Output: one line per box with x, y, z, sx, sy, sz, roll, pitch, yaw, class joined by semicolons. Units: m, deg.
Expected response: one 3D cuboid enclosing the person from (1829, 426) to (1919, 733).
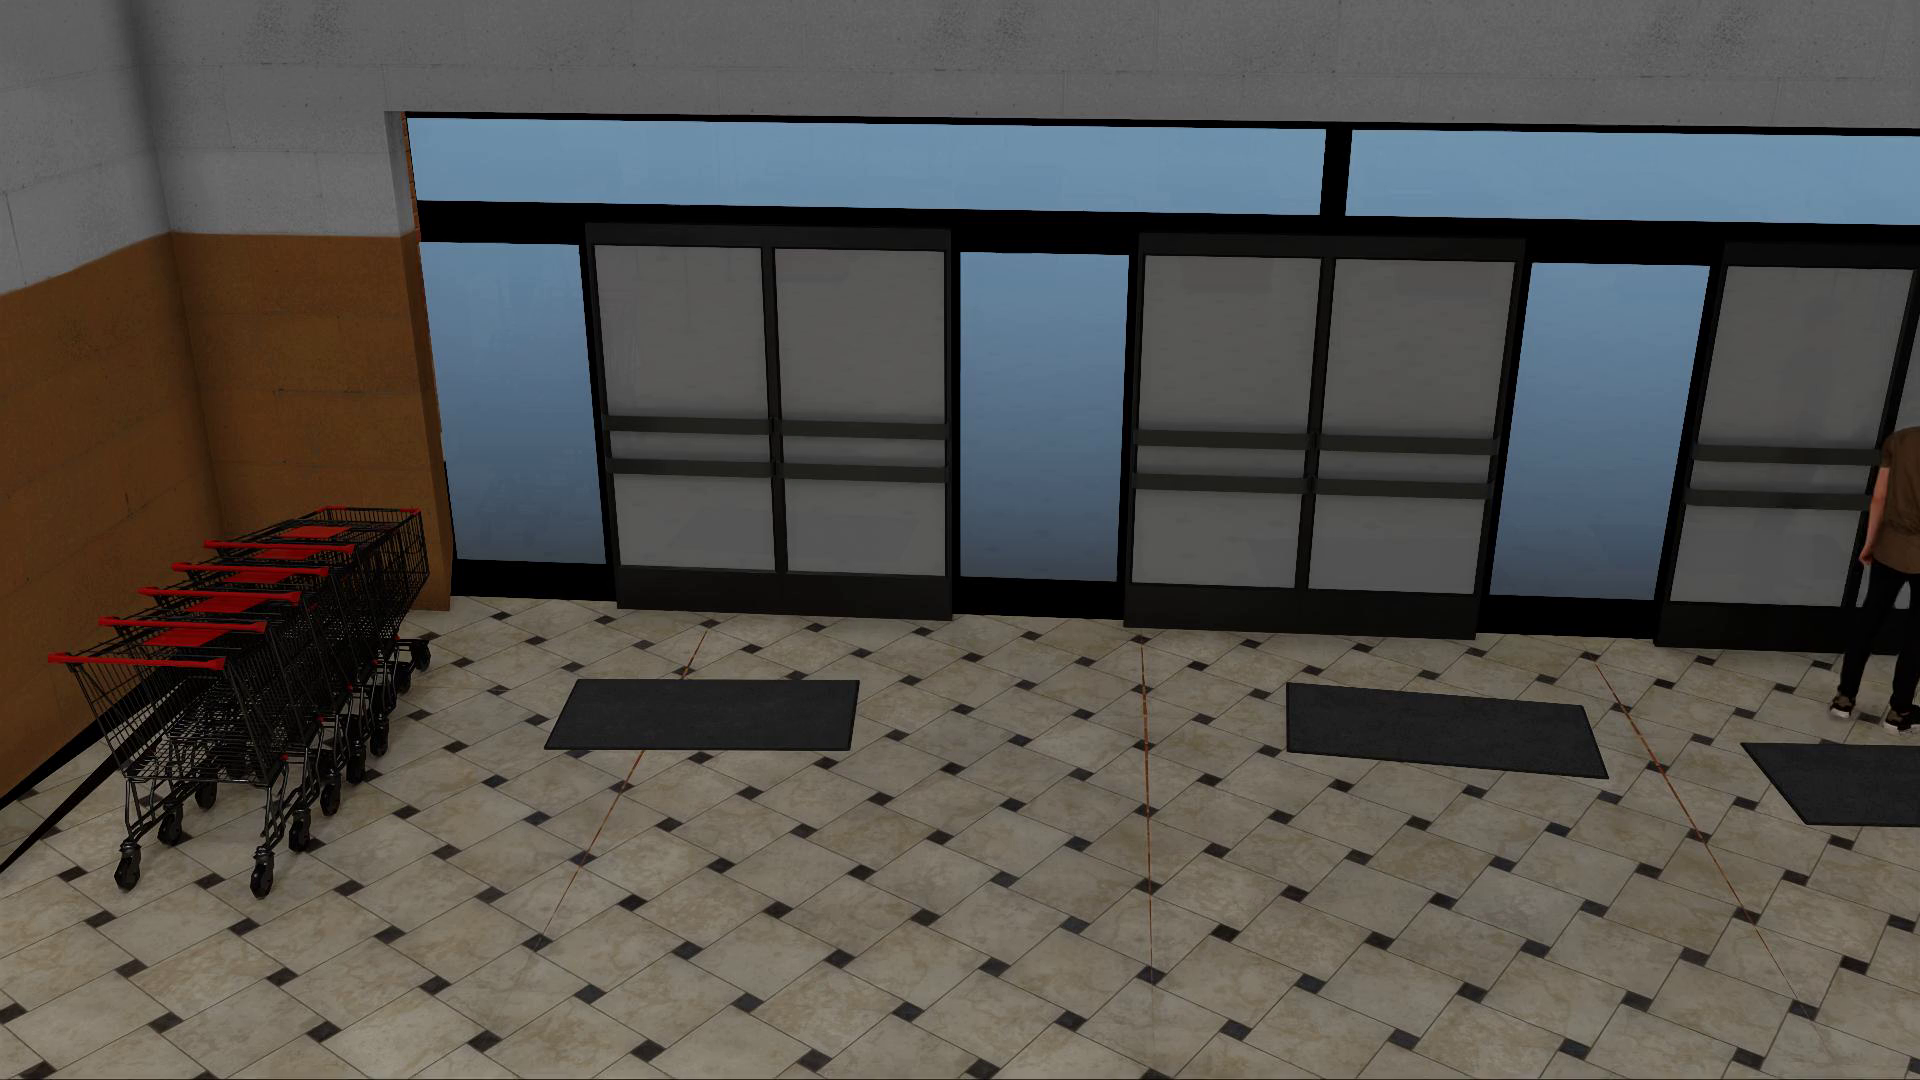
4.739;0.067;8.268;0.924;1.849;0.854;-13;25;-30;person
